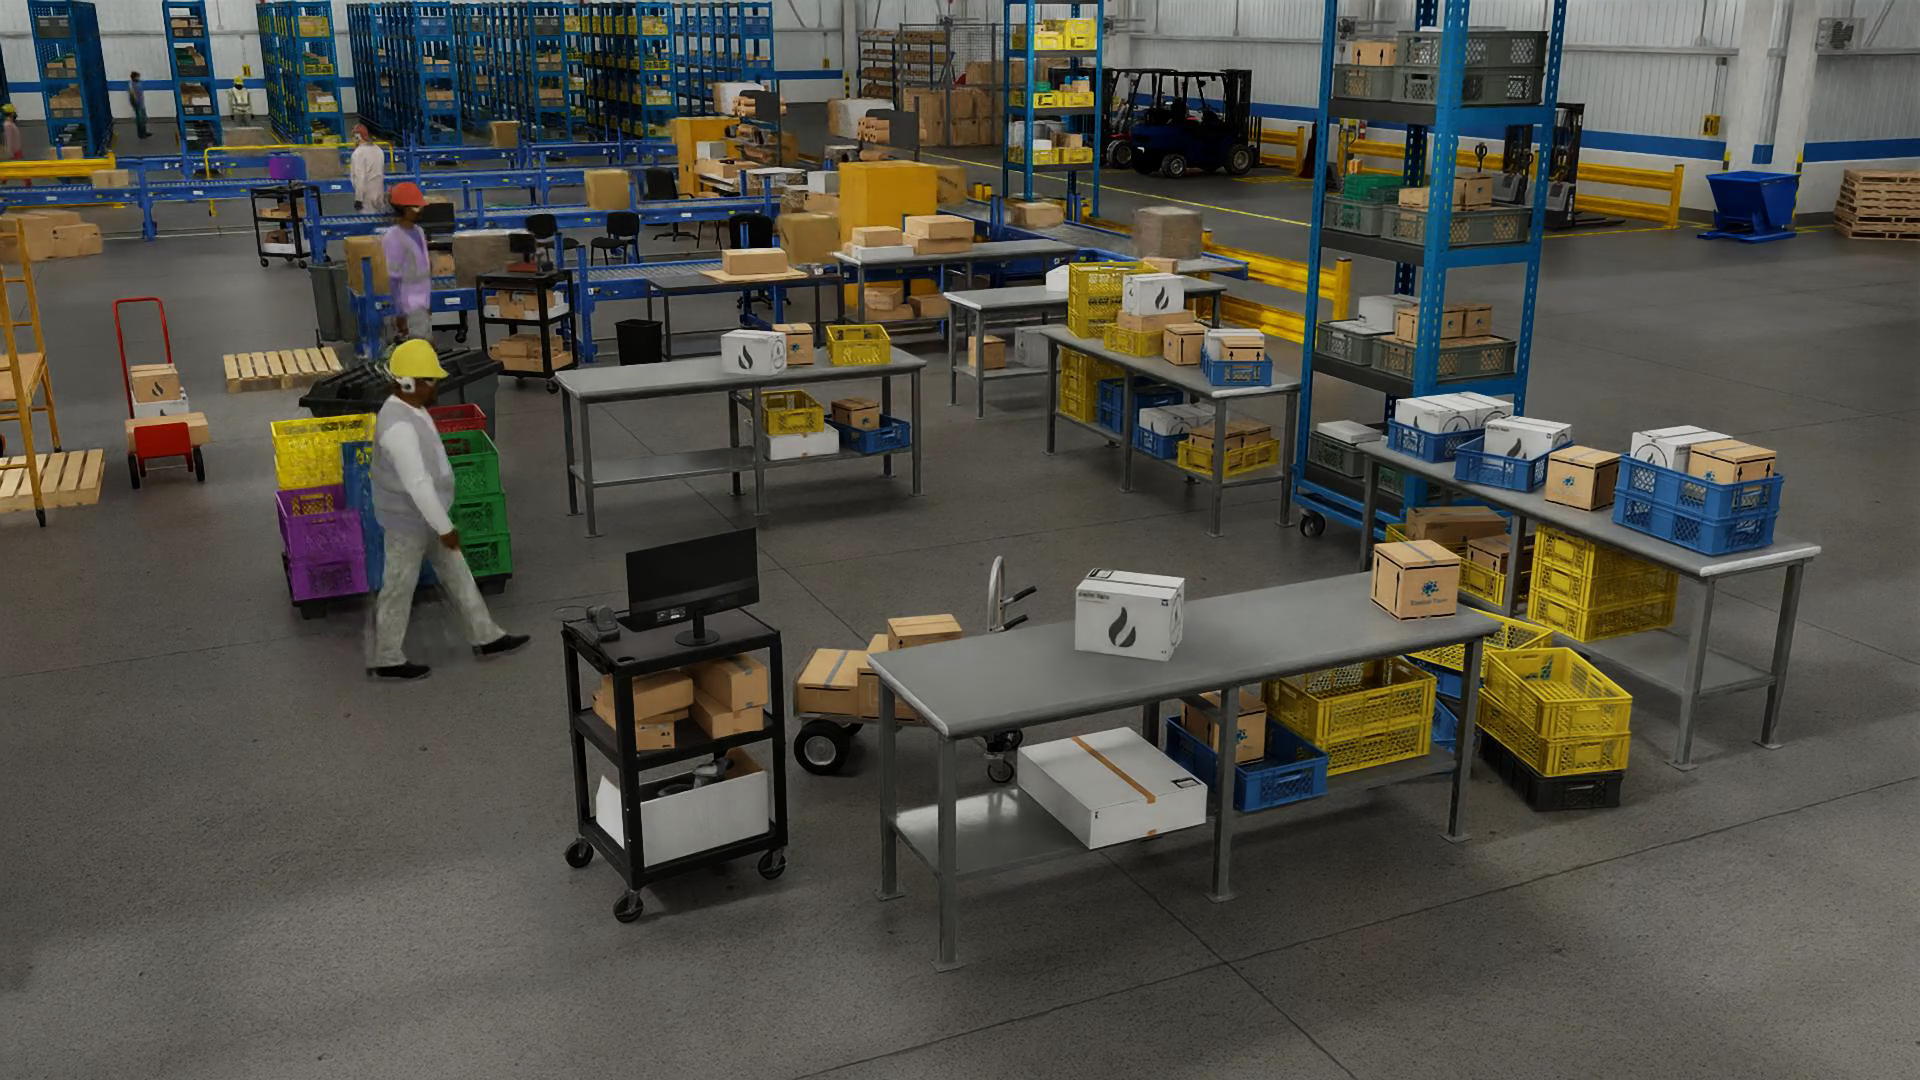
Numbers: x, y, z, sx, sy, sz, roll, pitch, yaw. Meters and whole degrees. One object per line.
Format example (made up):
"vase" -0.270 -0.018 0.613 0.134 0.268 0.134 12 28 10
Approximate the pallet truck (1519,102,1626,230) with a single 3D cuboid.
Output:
"pallet truck" 9.972 -6.037 26.785 1.885 1.965 0.823 -9 20 -25

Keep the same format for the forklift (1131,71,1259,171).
"forklift" 4.998 -8.936 35.413 2.680 1.987 1.157 -9 20 -25

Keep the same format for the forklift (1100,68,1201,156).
"forklift" 4.082 -9.564 37.410 2.680 1.987 1.157 -8 19 -23

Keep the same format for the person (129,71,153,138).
"person" -22.728 -12.057 46.067 0.416 1.800 0.724 1 18 3

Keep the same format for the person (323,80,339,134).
"person" -17.611 -12.266 46.452 0.450 1.970 0.622 -12 21 -34

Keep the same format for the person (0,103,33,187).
"person" -17.824 -7.321 31.253 0.816 1.734 0.529 -7 19 -22

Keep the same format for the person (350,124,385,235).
"person" -8.127 -4.728 22.820 0.410 1.904 0.639 3 18 9

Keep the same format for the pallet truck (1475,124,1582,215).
"pallet truck" 9.707 -6.455 28.103 1.885 1.965 0.823 -7 19 -20

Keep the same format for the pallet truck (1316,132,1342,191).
"pallet truck" 7.723 -7.504 32.656 1.601 1.201 0.680 -8 19 -23

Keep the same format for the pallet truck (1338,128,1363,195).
"pallet truck" 7.845 -7.140 31.411 1.522 1.261 0.704 -9 20 -25

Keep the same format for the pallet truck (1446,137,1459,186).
"pallet truck" 9.184 -6.485 29.328 1.630 1.274 0.653 -8 19 -23

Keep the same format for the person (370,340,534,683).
"person" -2.671 -0.137 8.531 0.873 1.787 0.590 -3 18 -9

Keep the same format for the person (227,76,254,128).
"person" -18.291 -10.889 42.357 0.593 1.819 0.403 -17 24 -42

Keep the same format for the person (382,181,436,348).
"person" -4.736 -2.040 14.186 0.829 2.019 0.609 1 18 5
